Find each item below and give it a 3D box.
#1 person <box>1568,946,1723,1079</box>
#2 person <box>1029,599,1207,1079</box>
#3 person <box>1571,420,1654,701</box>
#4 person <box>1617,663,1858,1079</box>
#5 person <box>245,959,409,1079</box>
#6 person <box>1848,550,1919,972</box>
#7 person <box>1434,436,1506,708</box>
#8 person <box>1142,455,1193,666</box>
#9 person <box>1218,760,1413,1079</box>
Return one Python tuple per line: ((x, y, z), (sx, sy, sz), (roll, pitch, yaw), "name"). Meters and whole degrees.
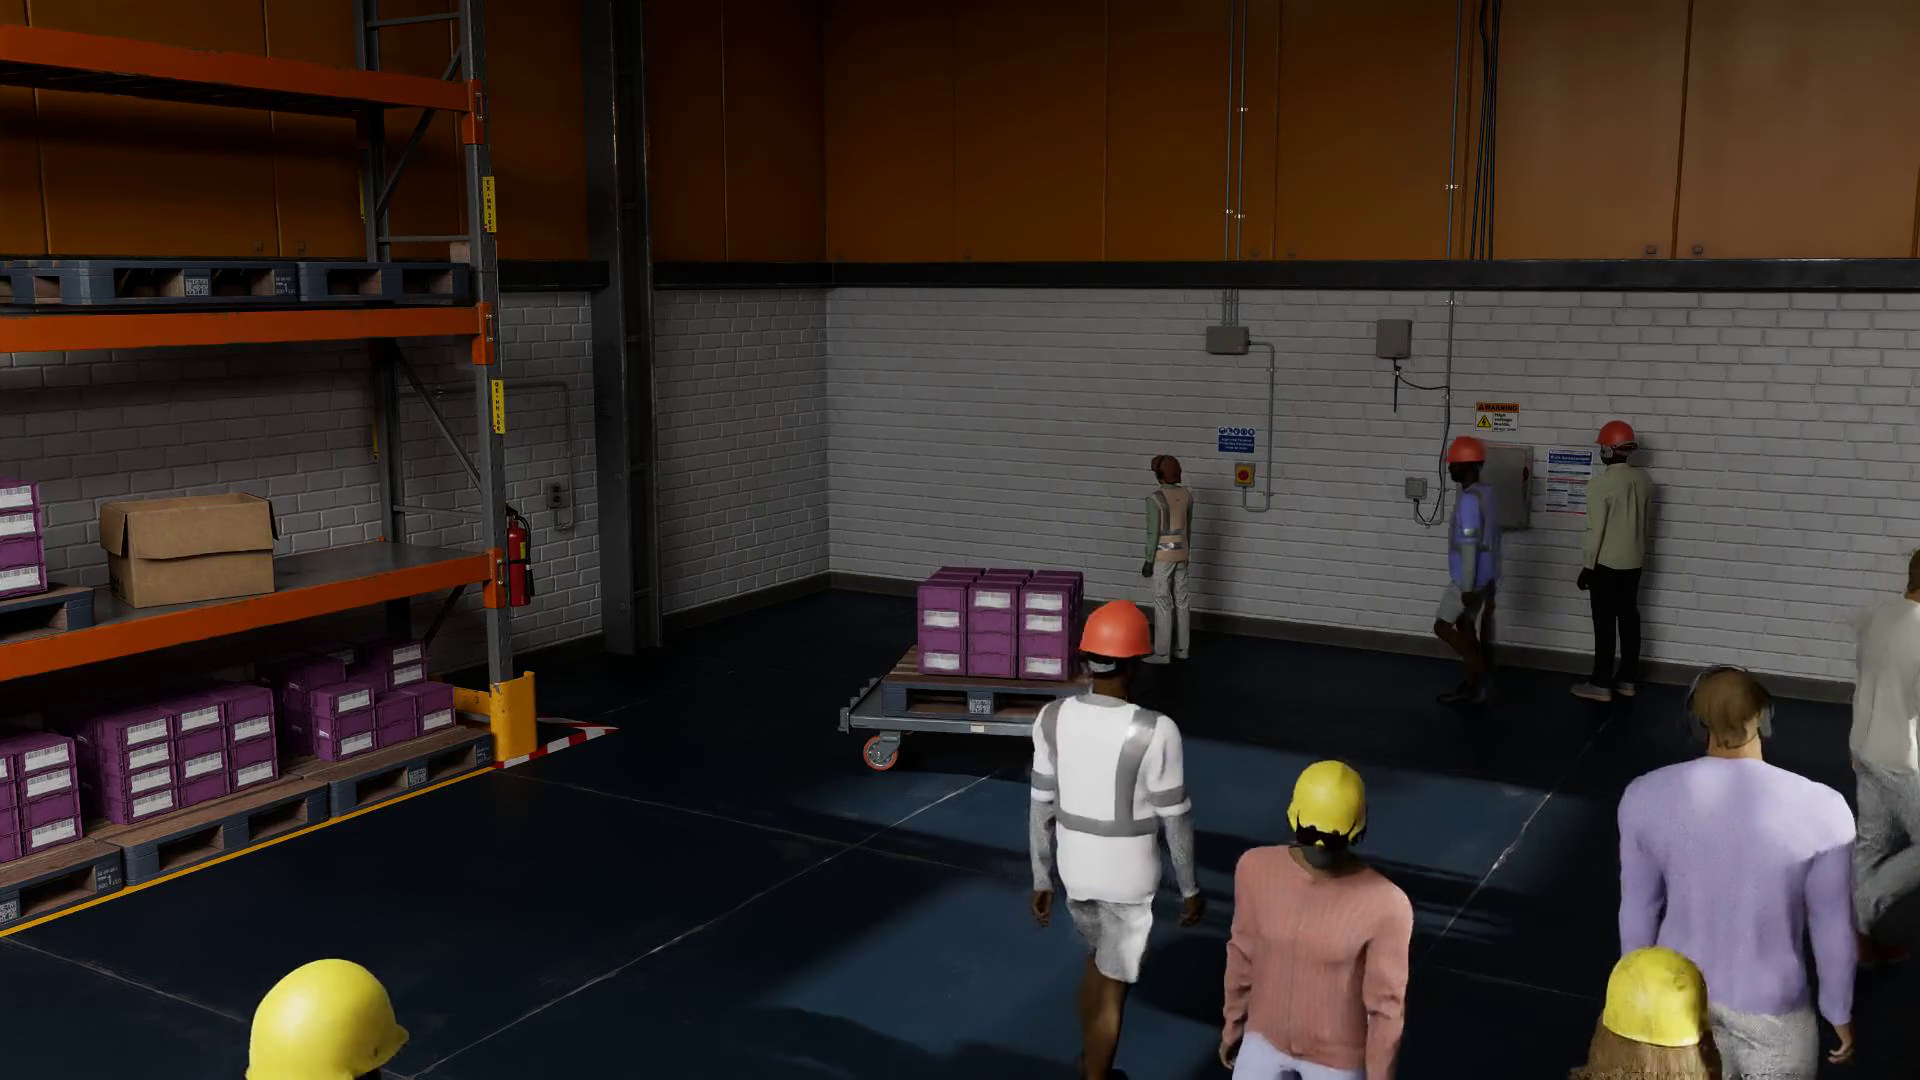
((1.318, 1.654, 3.256), (0.499, 1.727, 0.527), (6, 11, 33), "person")
((0.572, 1.152, 5.824), (0.554, 1.914, 0.665), (7, 12, 39), "person")
((4.640, 0.147, 11.843), (0.612, 1.996, 0.388), (-5, 10, -27), "person")
((2.187, 1.321, 4.768), (0.664, 1.916, 0.619), (7, 11, 36), "person")
((-1.040, 1.639, 2.917), (0.596, 1.873, 0.998), (4, 10, 23), "person")
((4.003, 0.947, 7.095), (0.457, 1.918, 0.714), (0, 9, 2), "person")
((3.520, 0.240, 11.521), (0.446, 1.923, 0.555), (6, 11, 31), "person")
((1.610, 0.156, 12.903), (0.523, 1.636, 0.310), (-9, 12, -43), "person")
((0.953, 1.431, 4.596), (0.546, 1.735, 0.501), (6, 11, 31), "person")
